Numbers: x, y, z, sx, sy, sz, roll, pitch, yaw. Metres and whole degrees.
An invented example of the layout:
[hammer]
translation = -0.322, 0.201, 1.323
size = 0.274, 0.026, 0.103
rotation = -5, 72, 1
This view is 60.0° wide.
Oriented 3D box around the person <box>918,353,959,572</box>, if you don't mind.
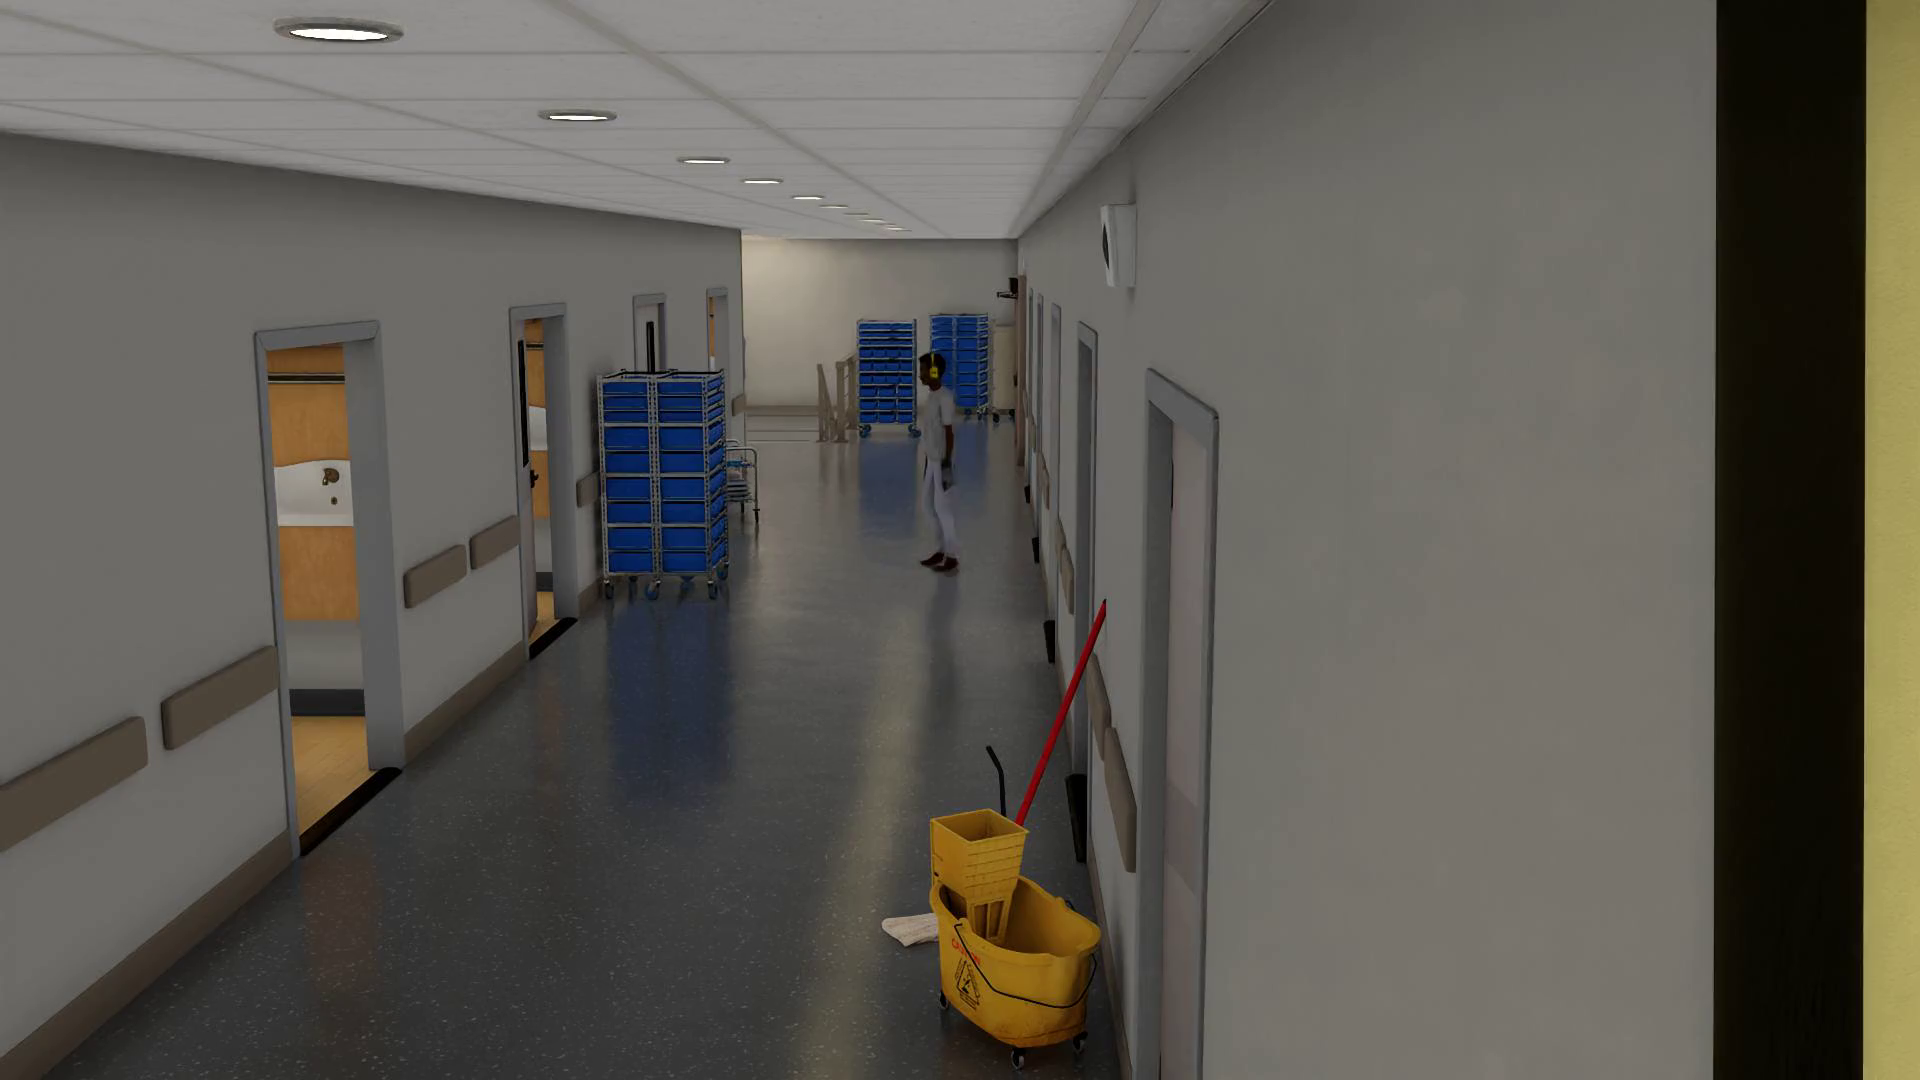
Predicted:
[person]
translation = -0.178, -0.656, 14.230
size = 0.330, 1.856, 0.611
rotation = -3, 10, -17
